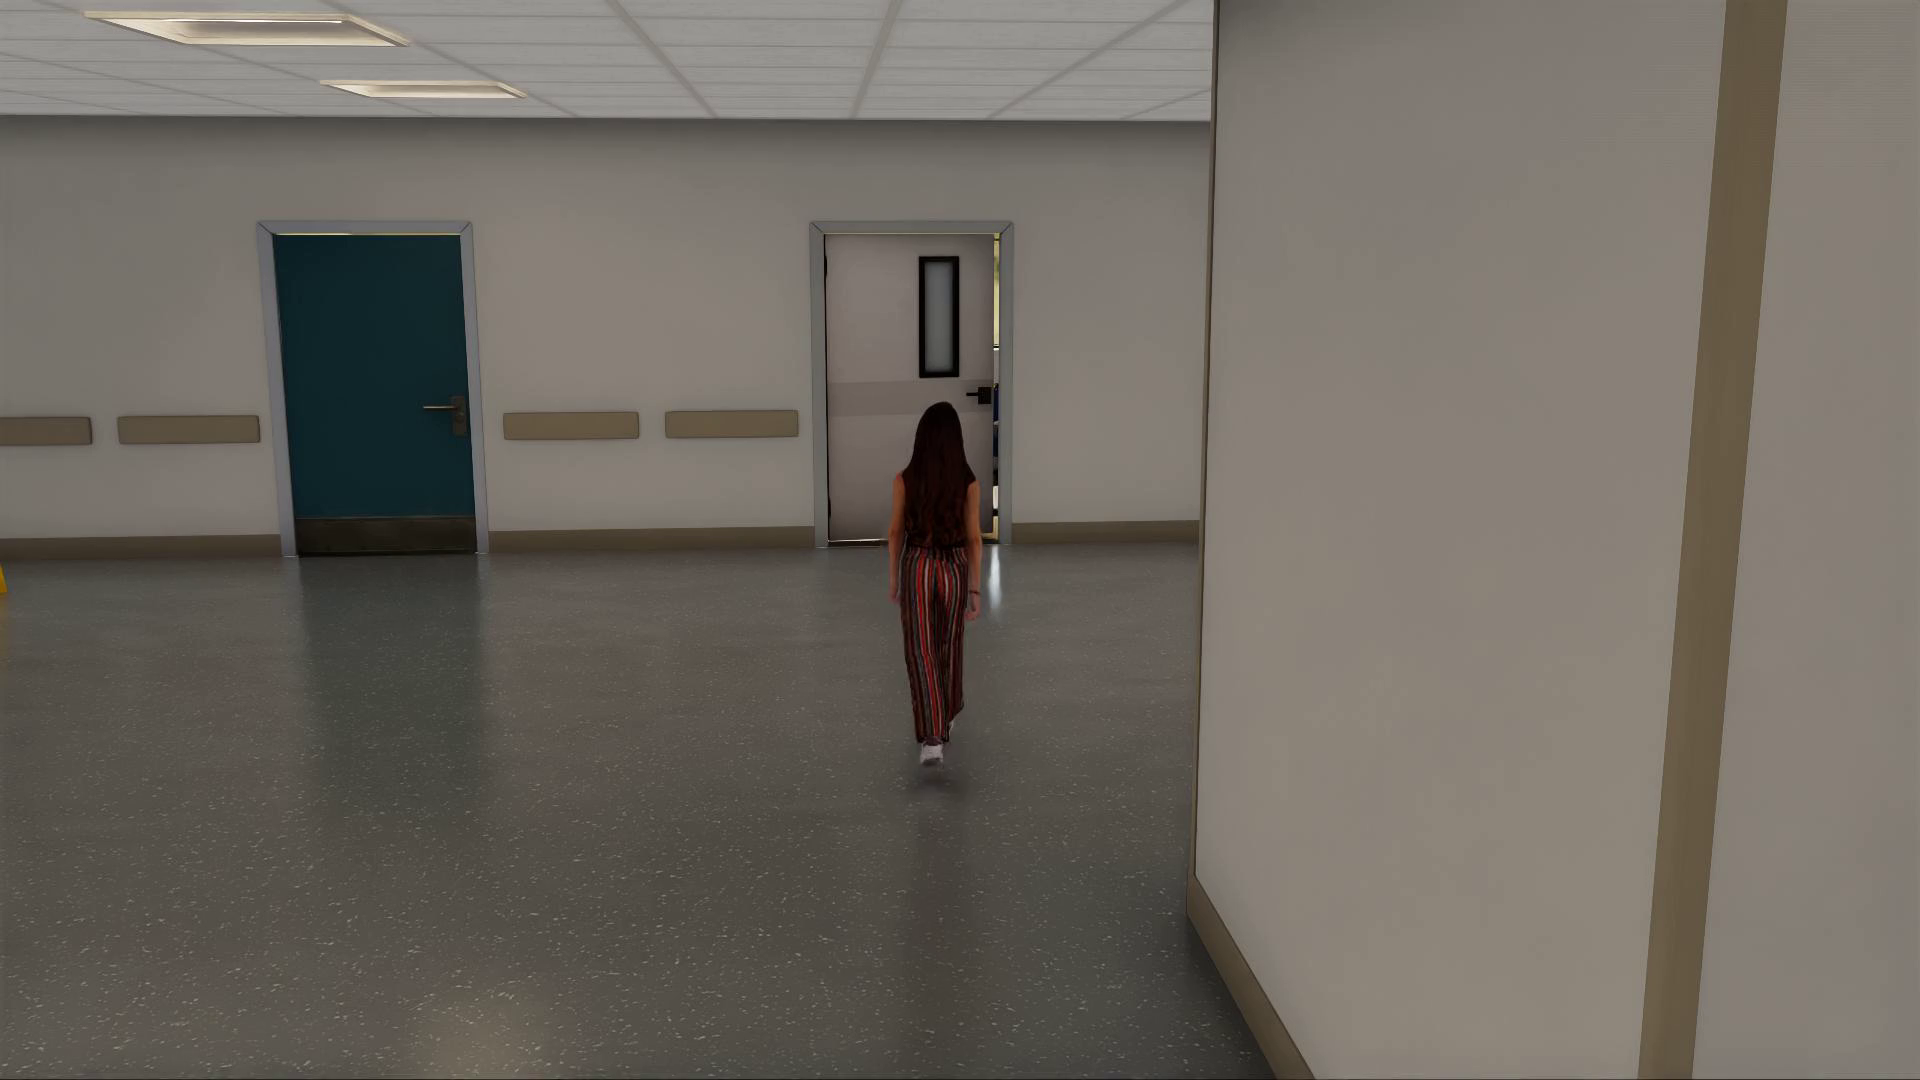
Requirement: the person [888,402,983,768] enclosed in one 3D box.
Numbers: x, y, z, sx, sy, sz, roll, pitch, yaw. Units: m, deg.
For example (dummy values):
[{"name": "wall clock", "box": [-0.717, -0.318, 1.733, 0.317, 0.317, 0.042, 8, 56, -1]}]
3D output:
[{"name": "person", "box": [-0.113, 0.211, 7.015, 0.988, 1.530, 0.596, -1, 11, -6]}]
